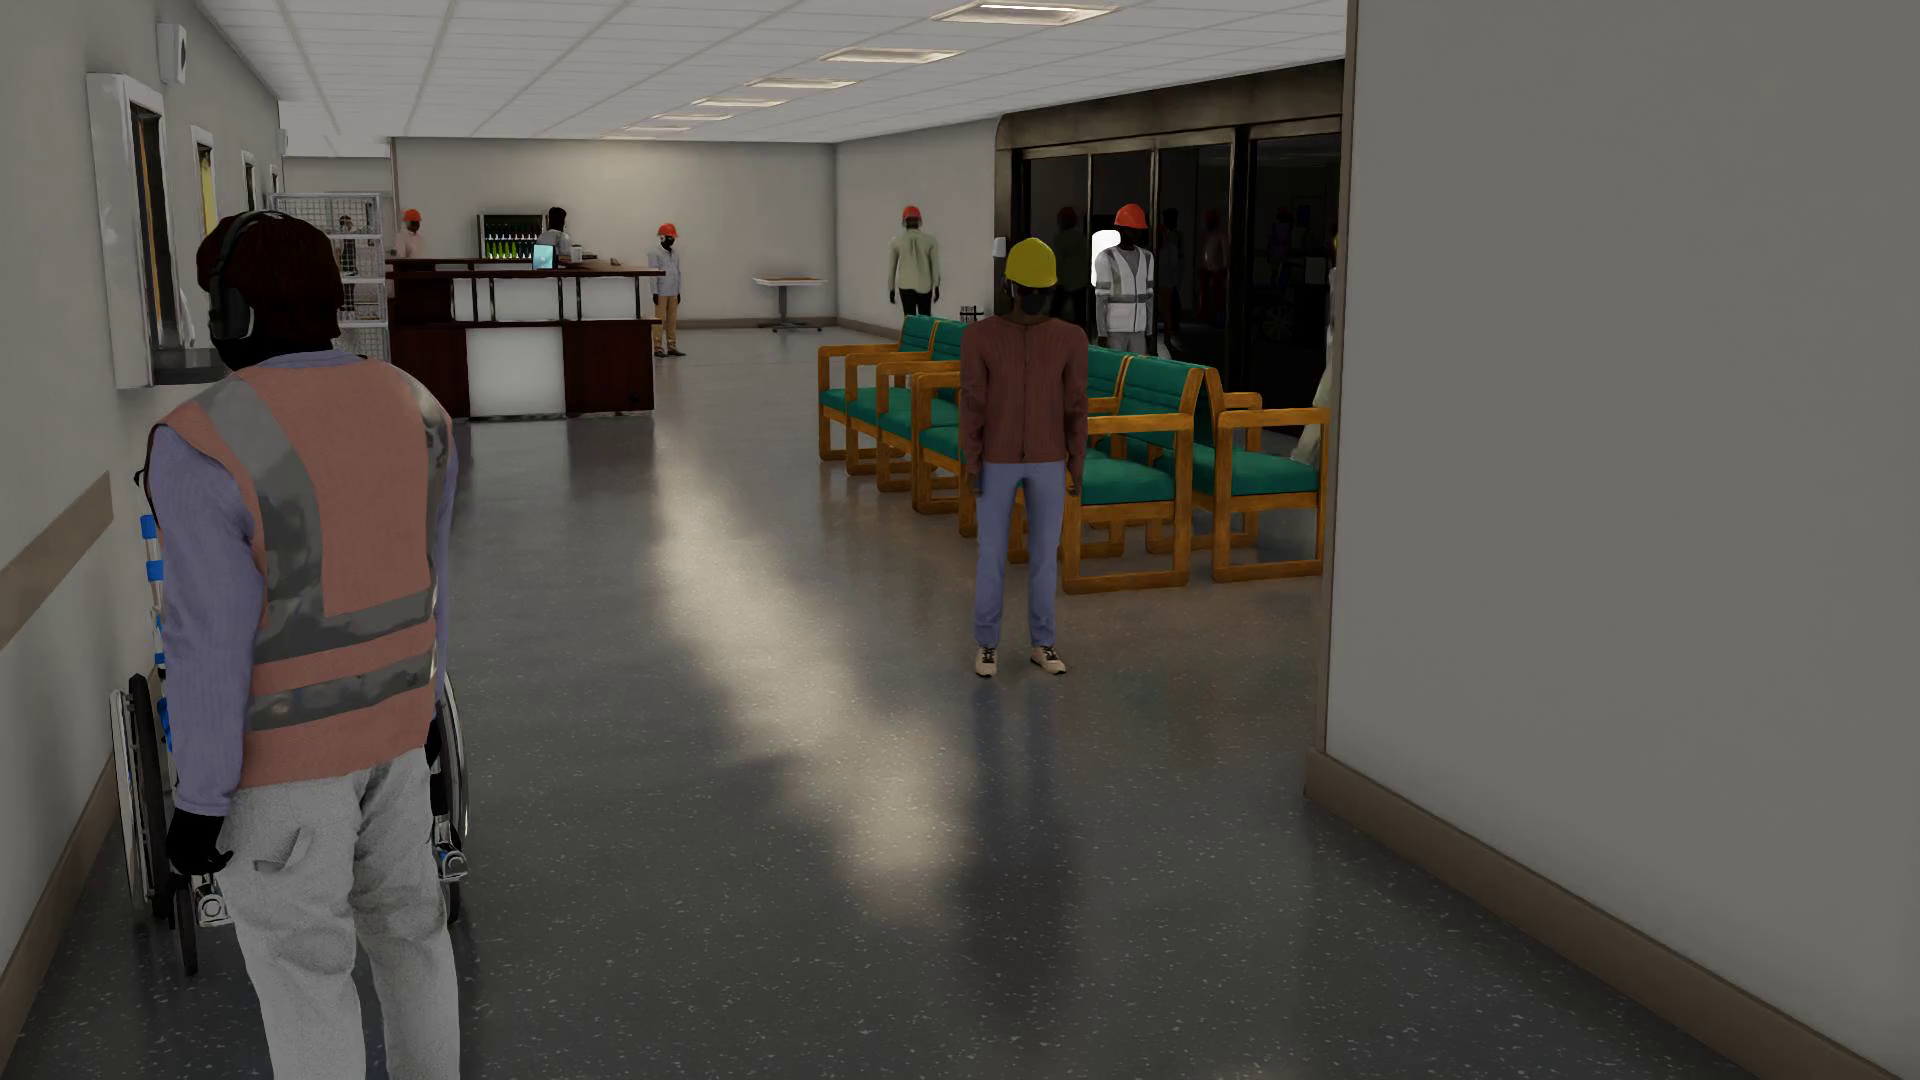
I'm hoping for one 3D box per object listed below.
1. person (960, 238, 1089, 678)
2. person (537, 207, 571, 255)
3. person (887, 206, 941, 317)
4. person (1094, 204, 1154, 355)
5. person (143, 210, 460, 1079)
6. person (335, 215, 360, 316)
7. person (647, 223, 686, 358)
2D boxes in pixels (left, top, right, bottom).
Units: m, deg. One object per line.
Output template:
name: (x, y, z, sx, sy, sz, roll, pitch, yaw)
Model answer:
person: (0.257, -0.307, 6.581, 0.522, 1.752, 0.374, -1, 11, -8)
person: (-5.599, -3.649, 23.176, 0.603, 1.959, 0.376, 7, 13, 32)
person: (-0.568, -3.094, 20.372, 0.642, 1.932, 1.059, -1, 11, -4)
person: (1.331, -1.702, 13.278, 0.546, 1.929, 0.387, -6, 13, -30)
person: (-1.146, 0.356, 2.932, 0.429, 1.842, 0.633, 4, 12, 22)
person: (-11.242, -5.020, 30.501, 0.325, 1.843, 0.517, 3, 12, 17)
person: (-3.818, -3.256, 21.717, 0.352, 1.743, 0.564, 7, 13, 31)
